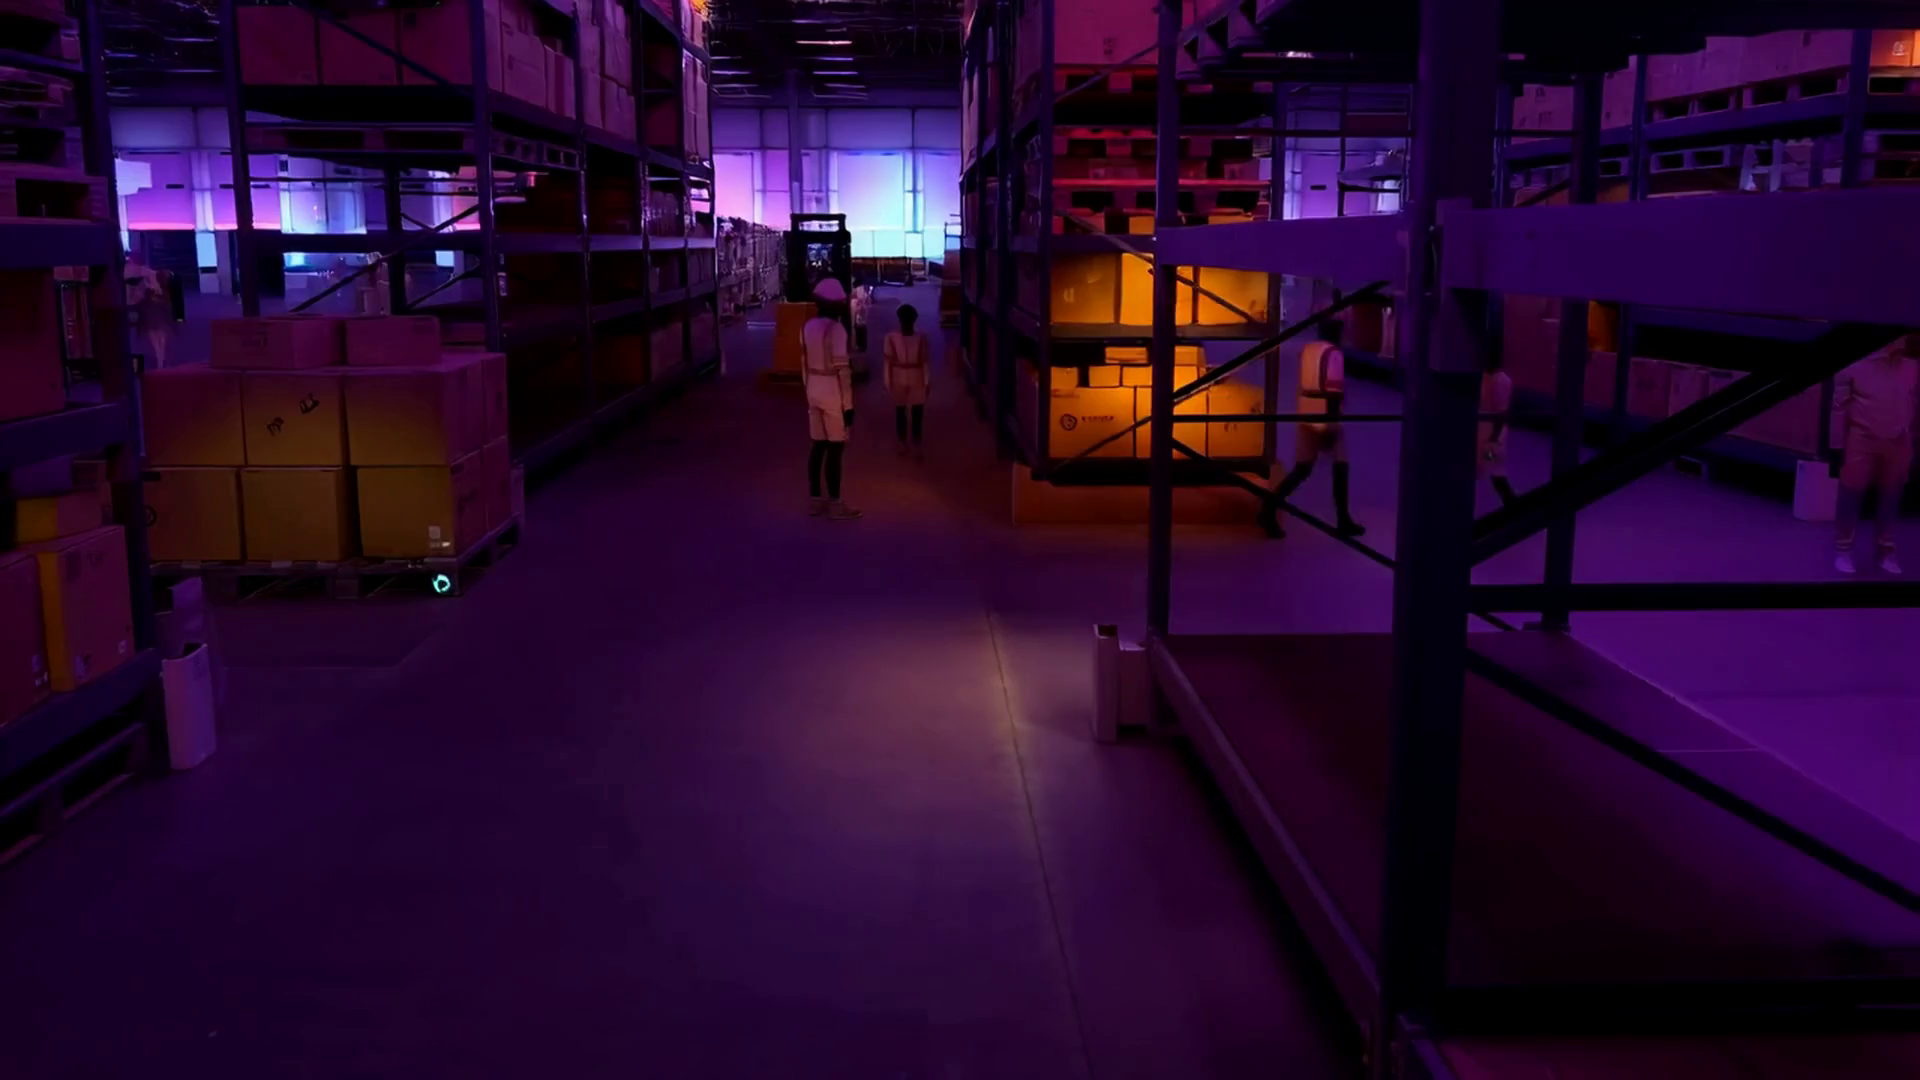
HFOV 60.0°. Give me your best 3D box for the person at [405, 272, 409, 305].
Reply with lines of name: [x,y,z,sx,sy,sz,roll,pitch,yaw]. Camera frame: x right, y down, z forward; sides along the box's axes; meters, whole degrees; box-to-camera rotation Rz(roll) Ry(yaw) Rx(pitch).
person: [-13.778,-5.988,41.079,0.531,1.941,0.657,3,11,15]

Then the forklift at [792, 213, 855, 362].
forklift: [-2.424,-4.284,28.984,1.129,2.768,1.873,0,10,-2]

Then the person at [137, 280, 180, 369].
person: [-13.313,-3.457,27.636,0.606,1.704,0.910,-9,13,-41]

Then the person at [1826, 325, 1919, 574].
person: [6.490,-0.694,11.752,0.667,1.898,0.401,2,10,11]

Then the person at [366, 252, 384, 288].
person: [-19.117,-8.439,54.473,0.693,2.000,0.653,9,13,40]

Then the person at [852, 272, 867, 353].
person: [-2.134,-4.803,35.173,0.320,1.698,0.531,-4,11,-22]

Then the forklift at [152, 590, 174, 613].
forklift: [-5.858,-0.811,9.639,1.873,2.768,1.129,-1,10,-3]

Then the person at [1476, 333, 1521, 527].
person: [4.082,-0.788,12.921,0.870,1.658,0.539,-5,11,-26]

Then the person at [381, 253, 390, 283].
person: [-21.546,-9.785,62.331,0.408,1.918,0.584,1,10,6]

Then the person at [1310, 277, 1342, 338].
person: [7.330,-4.587,33.350,0.642,1.919,0.569,5,11,26]

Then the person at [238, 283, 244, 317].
person: [-12.944,-3.905,30.428,0.835,1.605,0.504,0,10,2]

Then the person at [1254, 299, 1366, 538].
person: [2.790,-0.945,13.151,0.888,1.909,0.534,-5,11,-27]

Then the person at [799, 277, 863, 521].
person: [-1.094,-1.182,14.037,0.372,2.044,0.607,-9,13,-40]

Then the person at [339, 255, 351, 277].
person: [-25.188,-10.755,67.990,0.681,1.822,0.638,-9,13,-40]

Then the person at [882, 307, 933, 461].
person: [-0.574,-1.697,18.003,0.548,1.645,0.887,0,10,-1]
